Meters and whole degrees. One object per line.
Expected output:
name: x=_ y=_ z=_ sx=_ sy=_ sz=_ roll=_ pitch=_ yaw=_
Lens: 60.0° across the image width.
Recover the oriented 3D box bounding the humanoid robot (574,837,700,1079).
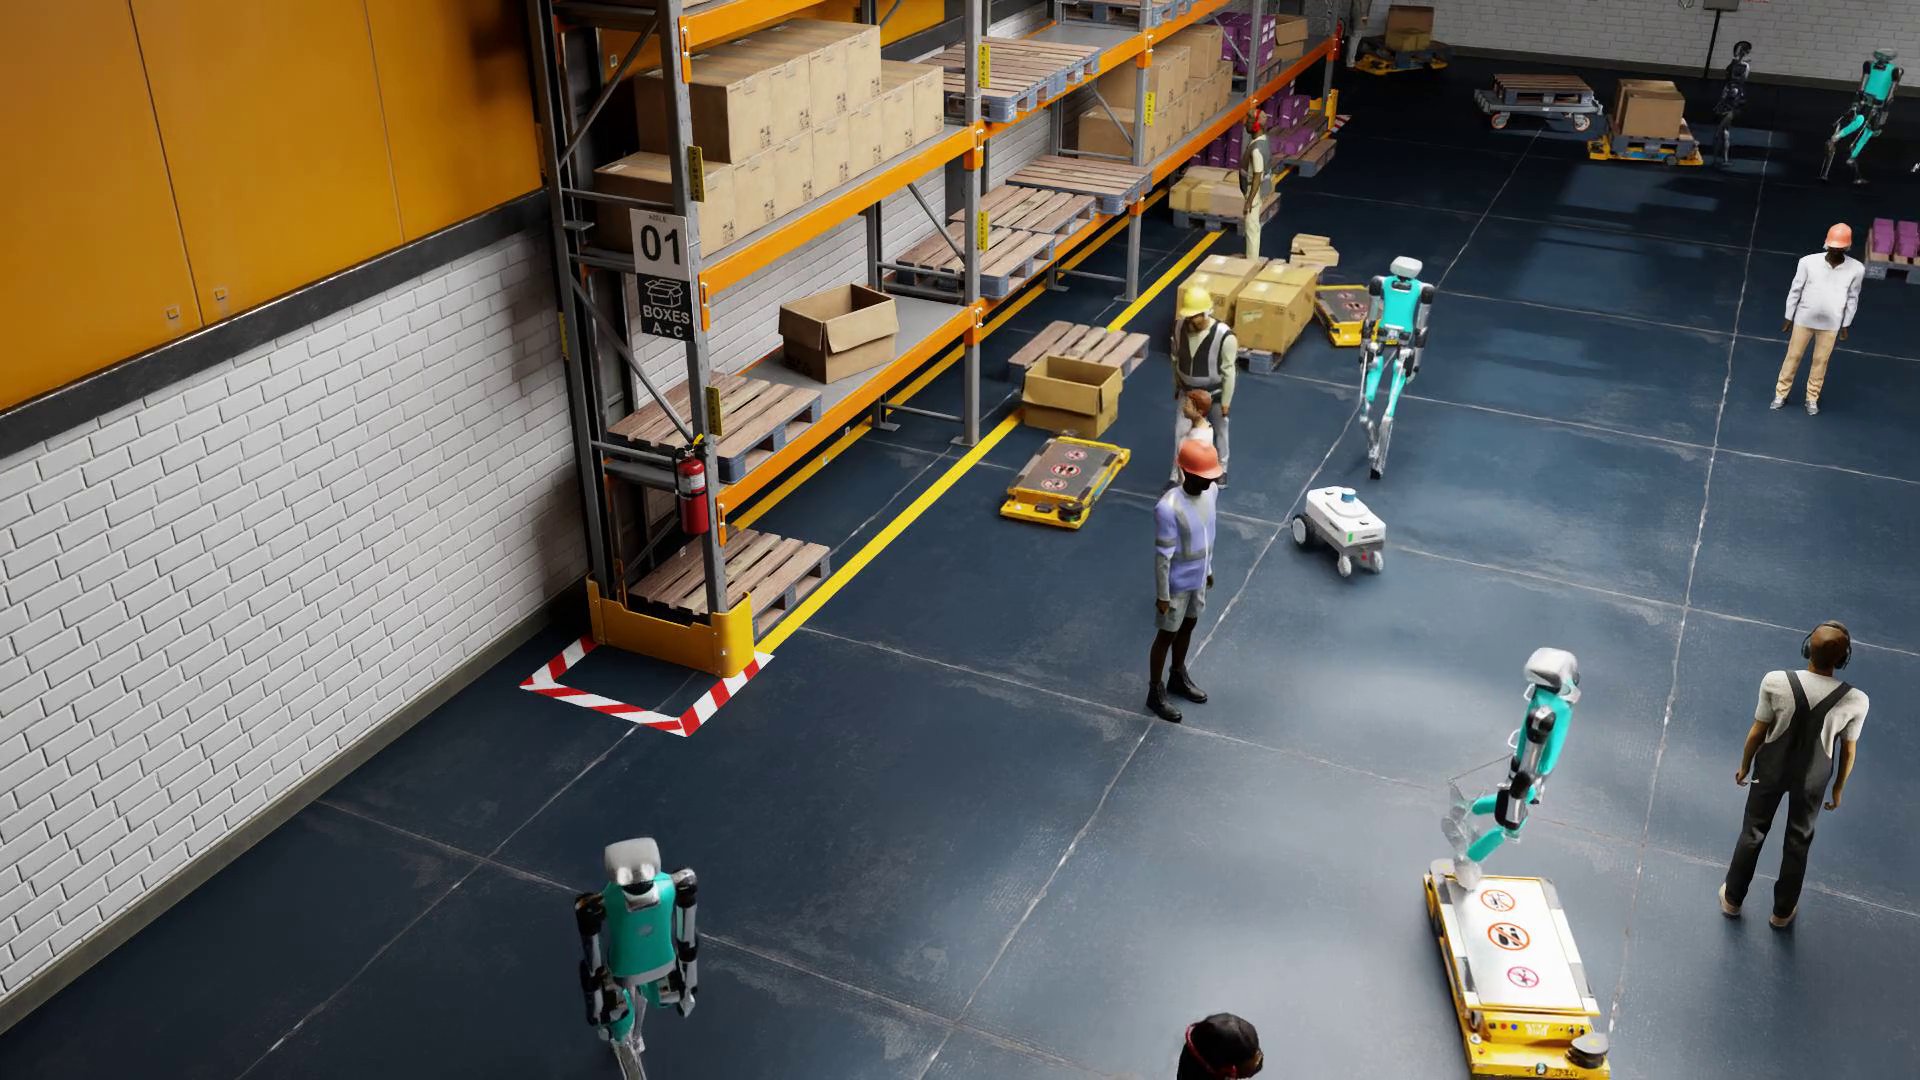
humanoid robot: x=-1.543 y=1.917 z=7.650 sx=0.544 sy=1.756 sz=0.983 roll=-13 pitch=31 yaw=-23

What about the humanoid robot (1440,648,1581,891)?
humanoid robot: x=2.786 y=1.350 z=8.784 sx=0.709 sy=1.900 sz=0.564 roll=17 pitch=33 yaw=29

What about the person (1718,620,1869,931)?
person: x=4.380 y=1.243 z=8.763 sx=0.513 sy=1.843 sz=0.325 roll=13 pitch=31 yaw=23

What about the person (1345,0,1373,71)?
person: x=6.504 y=-8.546 z=26.948 sx=0.370 sy=1.823 sz=0.498 roll=3 pitch=29 yaw=6

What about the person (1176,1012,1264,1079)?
person: x=0.871 y=2.524 z=6.398 sx=0.699 sy=1.846 sz=0.529 roll=3 pitch=29 yaw=6

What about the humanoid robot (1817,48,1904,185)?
humanoid robot: x=11.312 y=-5.280 z=21.039 sx=1.038 sy=1.783 sz=0.538 roll=-13 pitch=31 yaw=-22

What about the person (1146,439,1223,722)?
person: x=1.447 y=0.237 z=10.533 sx=0.371 sy=1.934 sz=0.550 roll=24 pitch=37 yaw=37

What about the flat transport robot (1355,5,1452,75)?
flat transport robot: x=7.209 y=-7.840 z=27.265 sx=1.431 sy=0.231 sz=0.659 roll=-11 pitch=30 yaw=-20

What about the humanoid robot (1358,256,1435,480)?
humanoid robot: x=3.524 y=-1.358 z=13.785 sx=0.550 sy=1.856 sz=0.832 roll=11 pitch=30 yaw=19

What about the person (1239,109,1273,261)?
person: x=3.178 y=-3.737 z=17.995 sx=0.391 sy=1.846 sz=0.562 roll=6 pitch=29 yaw=10

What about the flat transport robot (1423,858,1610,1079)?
flat transport robot: x=2.863 y=2.201 z=8.647 sx=0.659 sy=0.231 sz=1.431 roll=2 pitch=28 yaw=4

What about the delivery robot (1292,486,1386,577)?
delivery robot: x=2.911 y=-0.116 z=12.634 sx=0.499 sy=0.586 sz=0.773 roll=-9 pitch=30 yaw=-16

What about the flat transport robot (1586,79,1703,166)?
flat transport robot: x=9.270 y=-5.281 z=22.521 sx=1.431 sy=0.231 sz=0.659 roll=7 pitch=29 yaw=13

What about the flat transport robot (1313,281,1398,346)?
flat transport robot: x=4.001 y=-2.324 z=17.037 sx=0.659 sy=0.231 sz=1.431 roll=-1 pitch=28 yaw=-3

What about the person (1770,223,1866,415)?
person: x=7.650 y=-1.971 z=14.818 sx=0.571 sy=1.749 sz=0.330 roll=11 pitch=30 yaw=20

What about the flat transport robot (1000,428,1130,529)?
flat transport robot: x=0.886 y=-0.514 z=13.681 sx=0.659 sy=0.231 sz=1.431 roll=11 pitch=30 yaw=19

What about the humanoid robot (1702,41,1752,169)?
humanoid robot: x=10.109 y=-5.723 z=21.856 sx=0.404 sy=1.645 sz=0.595 roll=2 pitch=28 yaw=4

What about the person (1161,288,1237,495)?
person: x=1.958 y=-1.213 z=13.401 sx=0.599 sy=1.776 sz=0.659 roll=19 pitch=34 yaw=31

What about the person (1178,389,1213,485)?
person: x=1.652 y=-0.305 z=11.825 sx=0.270 sy=1.658 sz=0.459 roll=4 pitch=29 yaw=7

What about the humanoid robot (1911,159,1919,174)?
humanoid robot: x=12.805 y=-5.586 z=21.544 sx=0.668 sy=1.803 sz=0.547 roll=-7 pitch=29 yaw=-13
